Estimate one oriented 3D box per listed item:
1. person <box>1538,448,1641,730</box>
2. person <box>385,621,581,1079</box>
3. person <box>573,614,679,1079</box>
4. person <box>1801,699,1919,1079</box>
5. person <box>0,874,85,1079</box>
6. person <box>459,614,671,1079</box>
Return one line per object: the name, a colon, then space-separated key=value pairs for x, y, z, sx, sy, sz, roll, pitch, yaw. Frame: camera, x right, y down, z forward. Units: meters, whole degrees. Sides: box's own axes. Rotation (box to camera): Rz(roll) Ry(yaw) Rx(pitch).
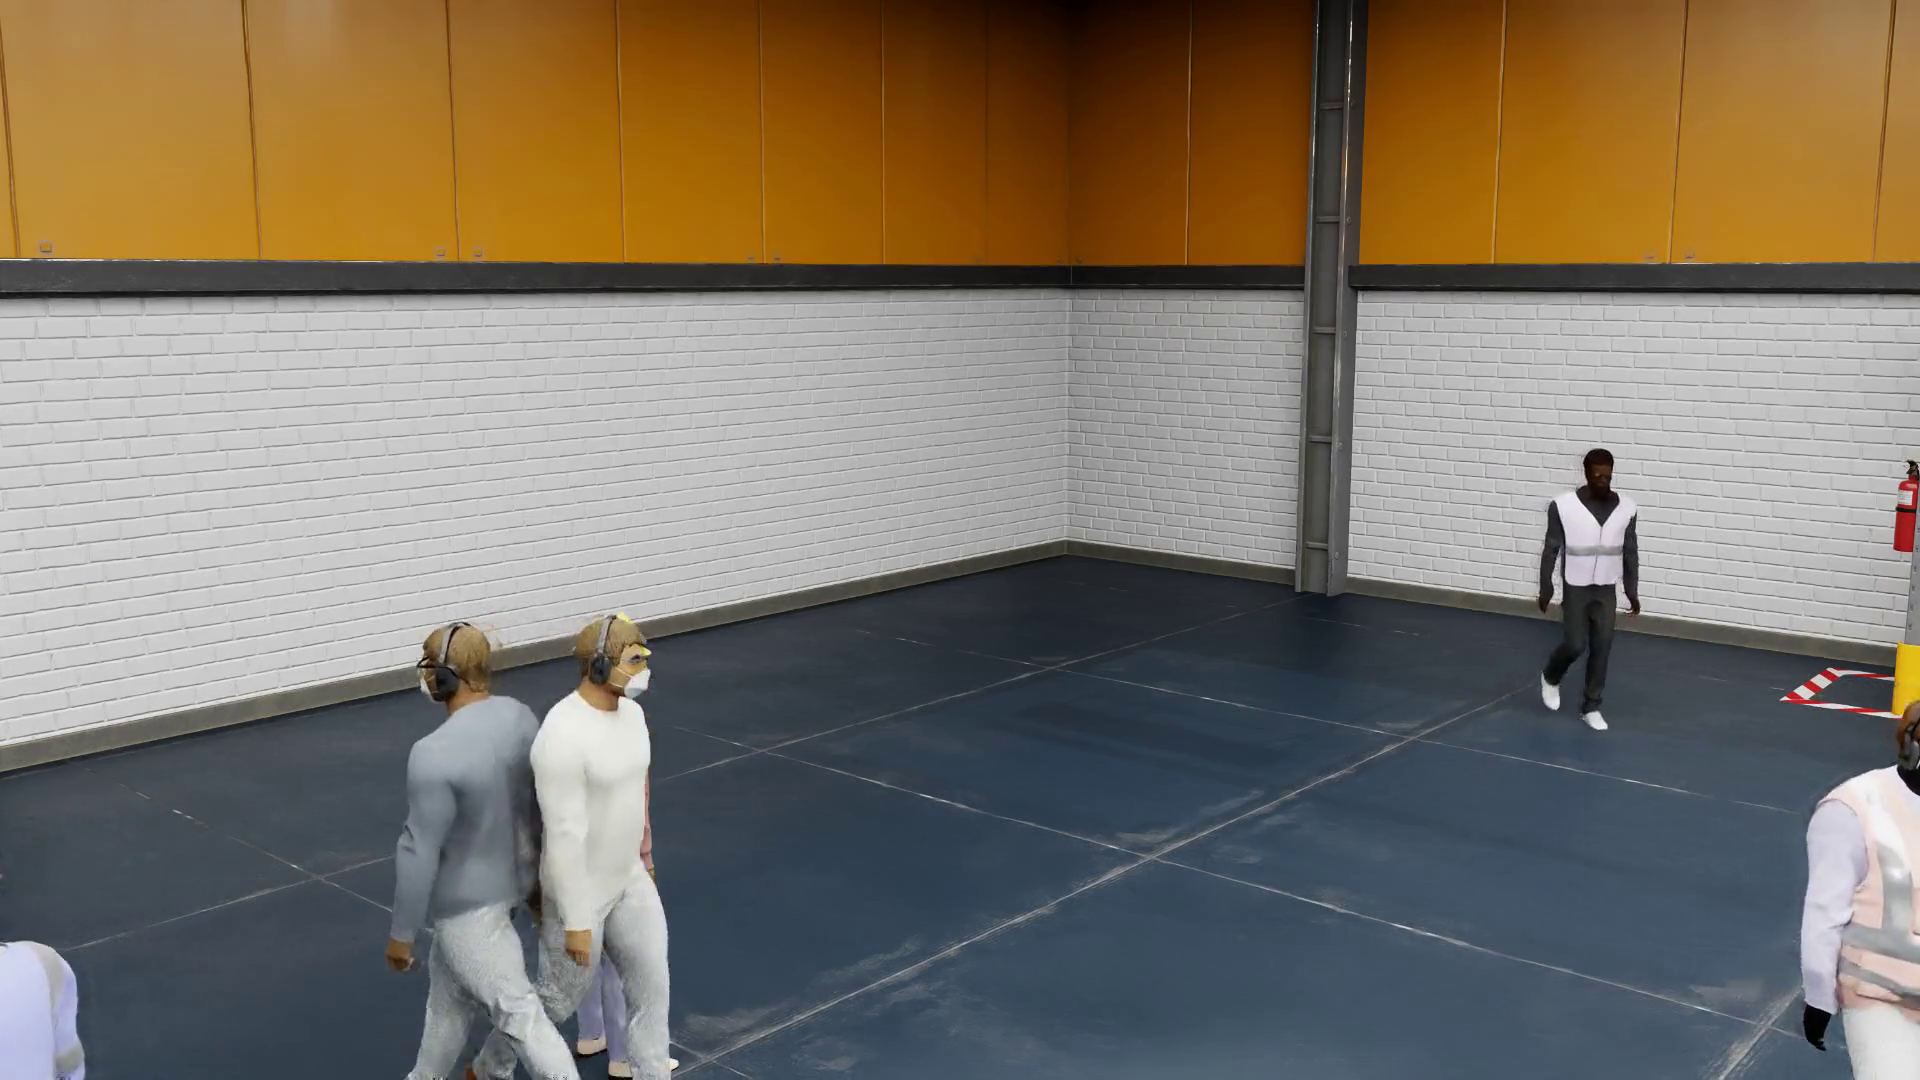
person: x=4.218 y=0.311 z=11.214 sx=0.619 sy=1.899 sz=0.492 roll=-1 pitch=9 yaw=-5
person: x=-1.644 y=1.208 z=5.622 sx=1.030 sy=1.888 sz=0.642 roll=2 pitch=9 yaw=13
person: x=-1.309 y=1.155 z=6.324 sx=0.315 sy=1.770 sz=0.524 roll=-7 pitch=11 yaw=-37
person: x=2.818 y=1.354 z=4.867 sx=0.653 sy=1.829 sz=0.521 roll=-2 pitch=9 yaw=-10
person: x=-2.223 y=1.519 z=3.686 sx=1.008 sy=1.885 sz=0.551 roll=1 pitch=9 yaw=6
person: x=-1.314 y=1.185 z=5.732 sx=0.970 sy=1.903 sz=0.644 roll=3 pitch=10 yaw=20
